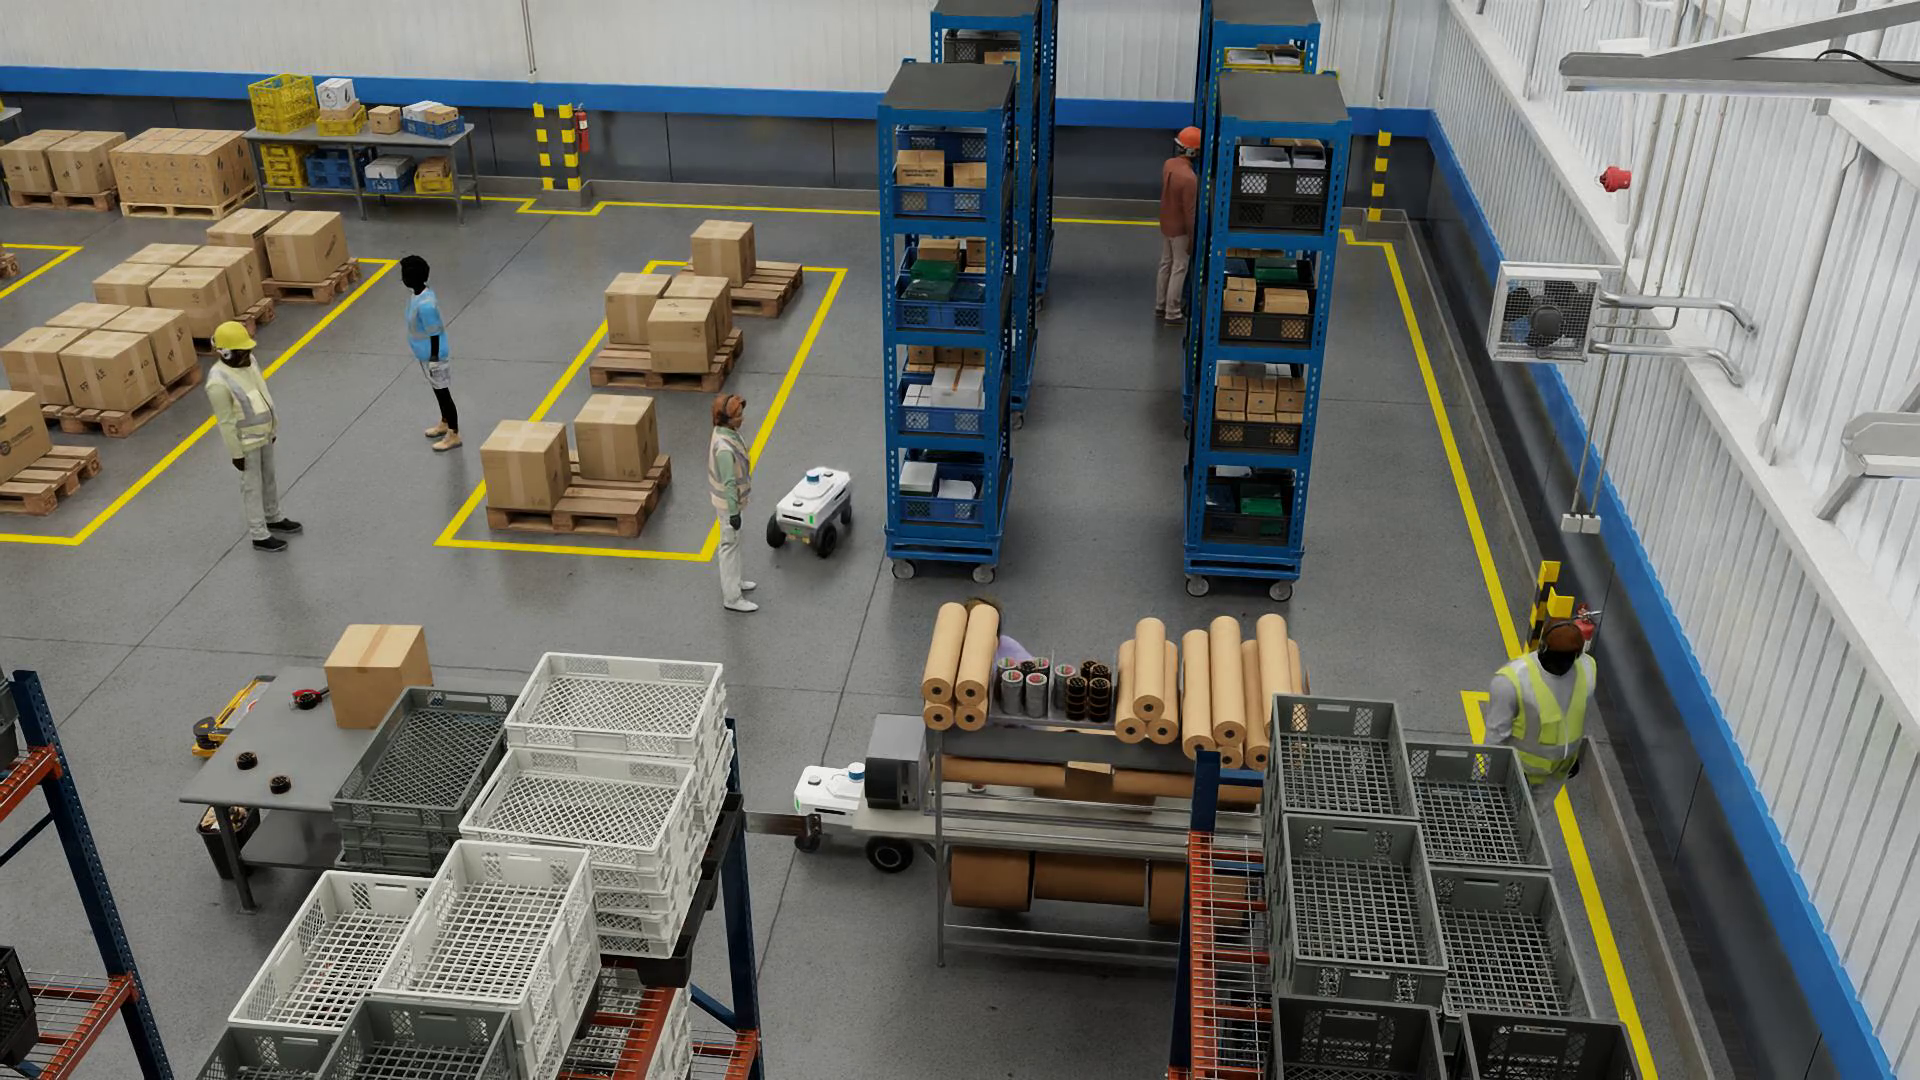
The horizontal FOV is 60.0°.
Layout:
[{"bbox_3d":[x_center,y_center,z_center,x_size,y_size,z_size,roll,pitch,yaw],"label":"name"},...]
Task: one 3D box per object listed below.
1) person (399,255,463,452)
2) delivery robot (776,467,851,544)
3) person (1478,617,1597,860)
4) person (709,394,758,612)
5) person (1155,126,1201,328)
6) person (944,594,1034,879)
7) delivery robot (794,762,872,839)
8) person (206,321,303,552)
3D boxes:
[{"bbox_3d":[-4.446,-1.574,13.940,0.315,1.695,0.541,-13,33,-22],"label":"person"},{"bbox_3d":[-1.123,-0.304,12.799,0.477,0.478,0.707,12,32,19],"label":"delivery robot"},{"bbox_3d":[3.114,1.207,9.025,0.633,1.839,0.429,-10,32,-17],"label":"person"},{"bbox_3d":[-1.611,-0.277,11.771,0.311,1.636,0.521,-4,30,-7],"label":"person"},{"bbox_3d":[2.149,-3.043,16.187,0.413,1.984,0.624,-10,32,-16],"label":"person"},{"bbox_3d":[0.134,1.109,9.113,0.626,1.931,0.374,18,35,28],"label":"person"},{"bbox_3d":[-0.594,1.514,9.675,0.707,0.478,0.477,6,31,10],"label":"delivery robot"},{"bbox_3d":[-5.310,-0.787,12.470,0.403,1.823,0.585,3,30,5],"label":"person"}]
